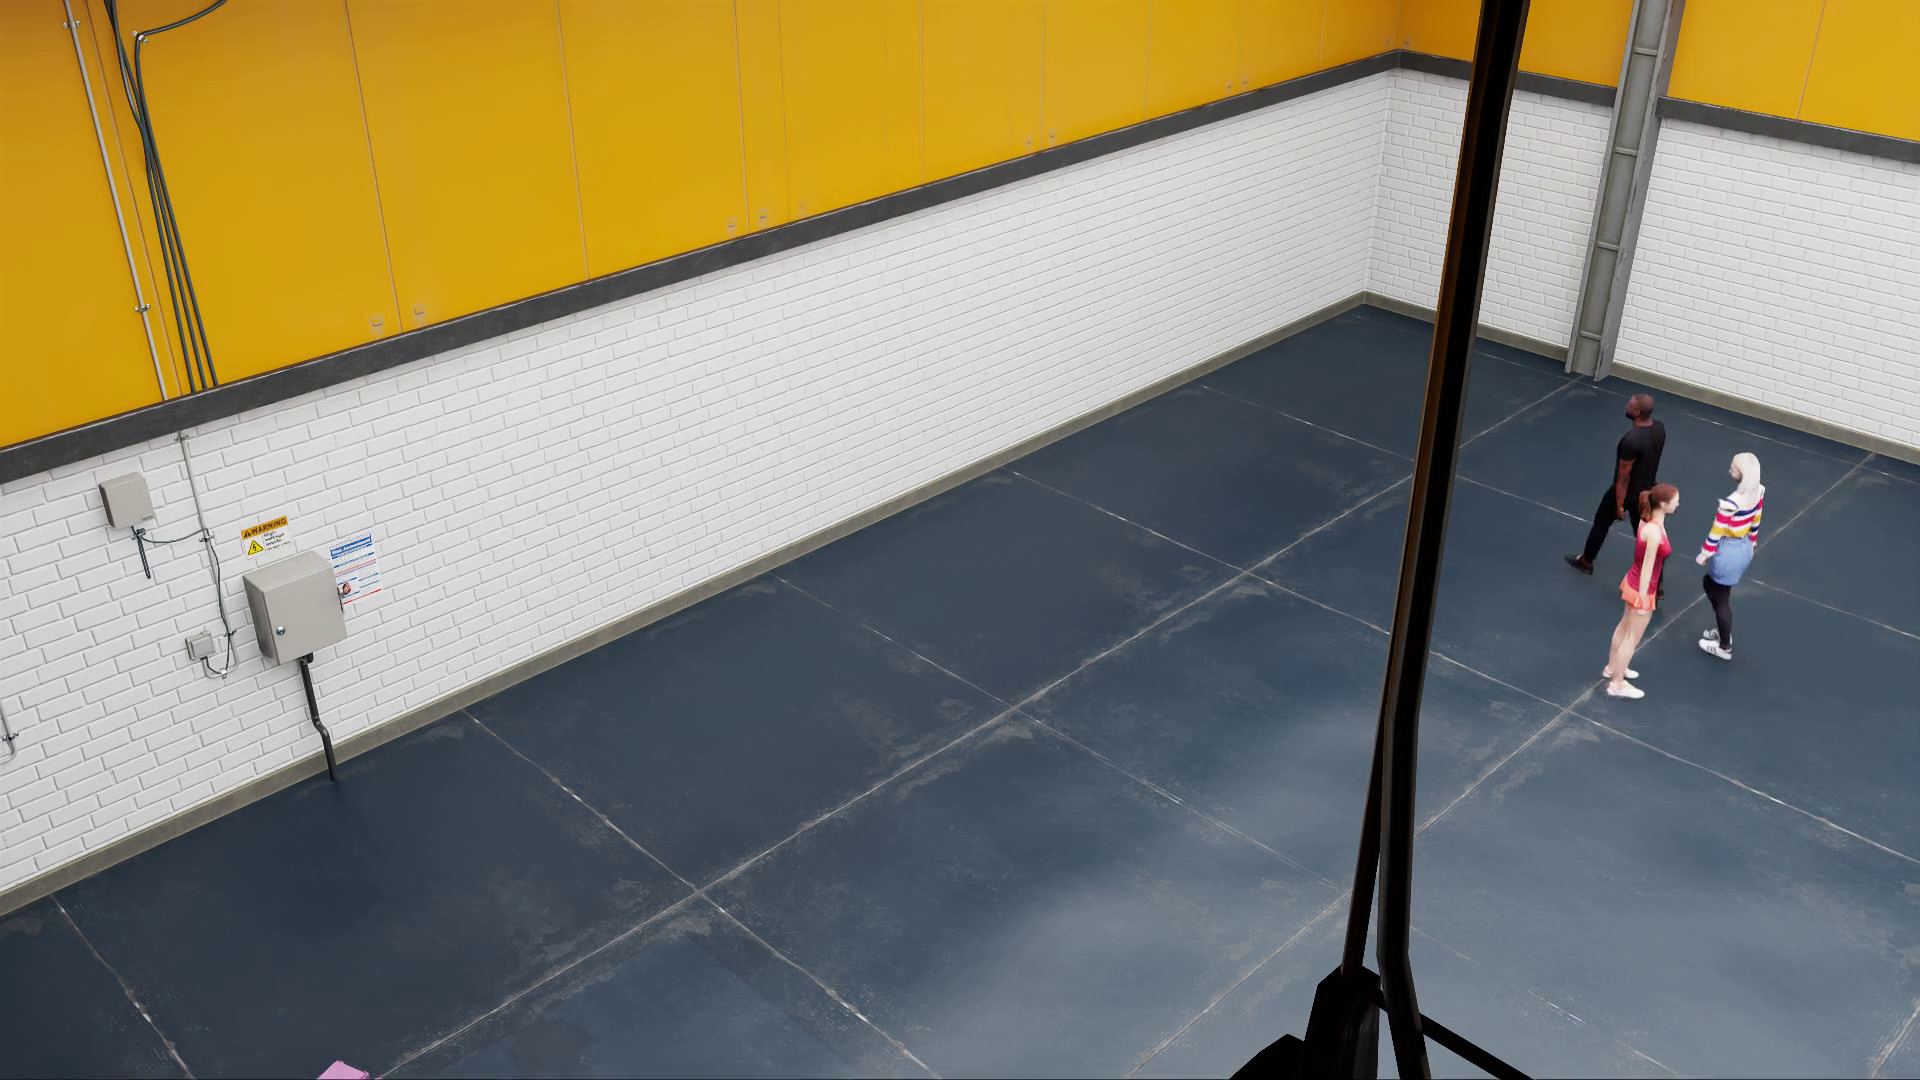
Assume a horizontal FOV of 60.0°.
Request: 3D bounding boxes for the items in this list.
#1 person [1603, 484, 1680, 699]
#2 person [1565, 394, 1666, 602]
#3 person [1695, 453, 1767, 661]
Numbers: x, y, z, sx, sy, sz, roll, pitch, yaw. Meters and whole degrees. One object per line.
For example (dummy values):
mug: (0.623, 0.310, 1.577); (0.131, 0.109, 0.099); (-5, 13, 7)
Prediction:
person: (5.130, 0.369, 12.546); (0.697, 1.751, 0.665); (6, 29, 10)
person: (5.648, -0.317, 13.786); (0.912, 1.768, 1.312); (-15, 32, -25)
person: (6.030, 0.166, 12.882); (0.681, 1.786, 0.642); (-18, 33, -29)
